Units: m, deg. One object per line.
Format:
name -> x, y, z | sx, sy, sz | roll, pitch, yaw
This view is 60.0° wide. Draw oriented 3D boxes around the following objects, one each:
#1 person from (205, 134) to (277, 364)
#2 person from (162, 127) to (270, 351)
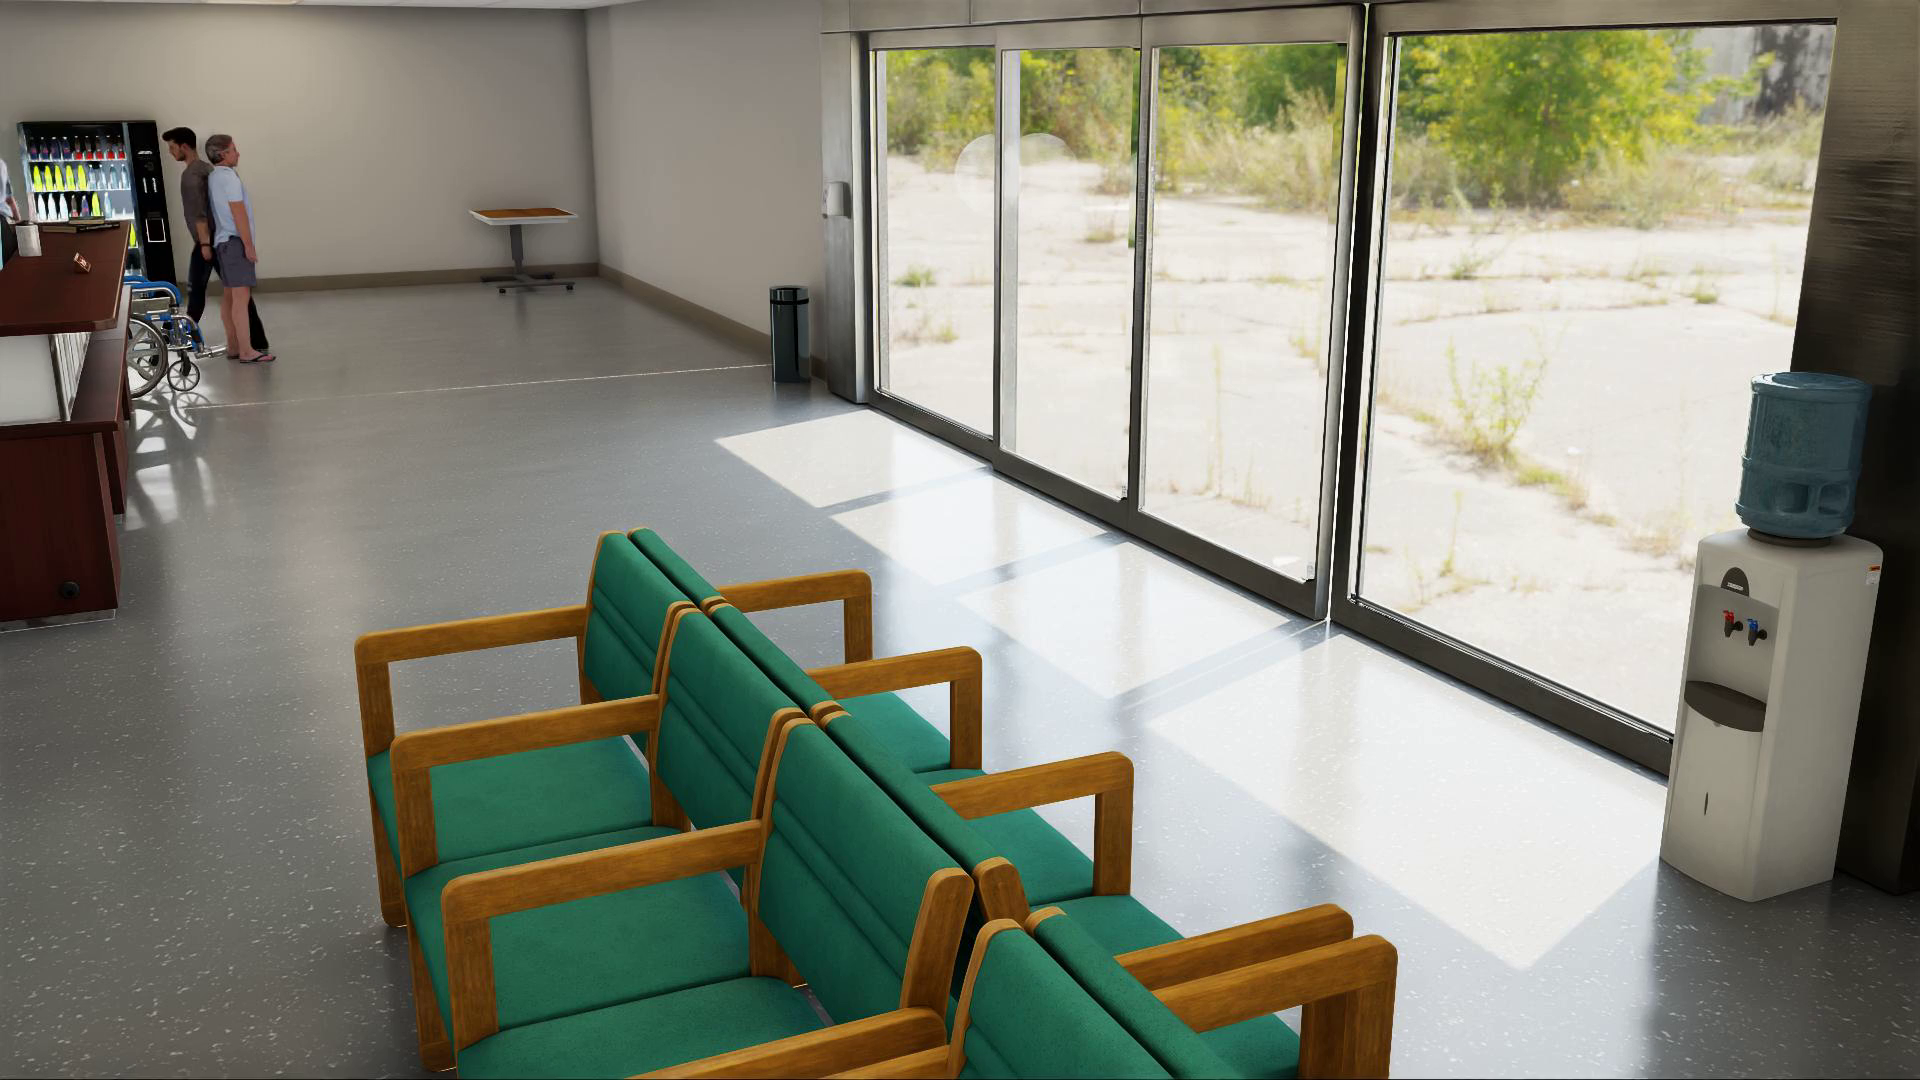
person -> -5.964, -2.391, 13.634 | 0.655, 1.832, 0.714 | -13, 20, -38
person -> -6.091, -2.439, 13.780 | 1.270, 1.845, 1.003 | -1, 16, -5
